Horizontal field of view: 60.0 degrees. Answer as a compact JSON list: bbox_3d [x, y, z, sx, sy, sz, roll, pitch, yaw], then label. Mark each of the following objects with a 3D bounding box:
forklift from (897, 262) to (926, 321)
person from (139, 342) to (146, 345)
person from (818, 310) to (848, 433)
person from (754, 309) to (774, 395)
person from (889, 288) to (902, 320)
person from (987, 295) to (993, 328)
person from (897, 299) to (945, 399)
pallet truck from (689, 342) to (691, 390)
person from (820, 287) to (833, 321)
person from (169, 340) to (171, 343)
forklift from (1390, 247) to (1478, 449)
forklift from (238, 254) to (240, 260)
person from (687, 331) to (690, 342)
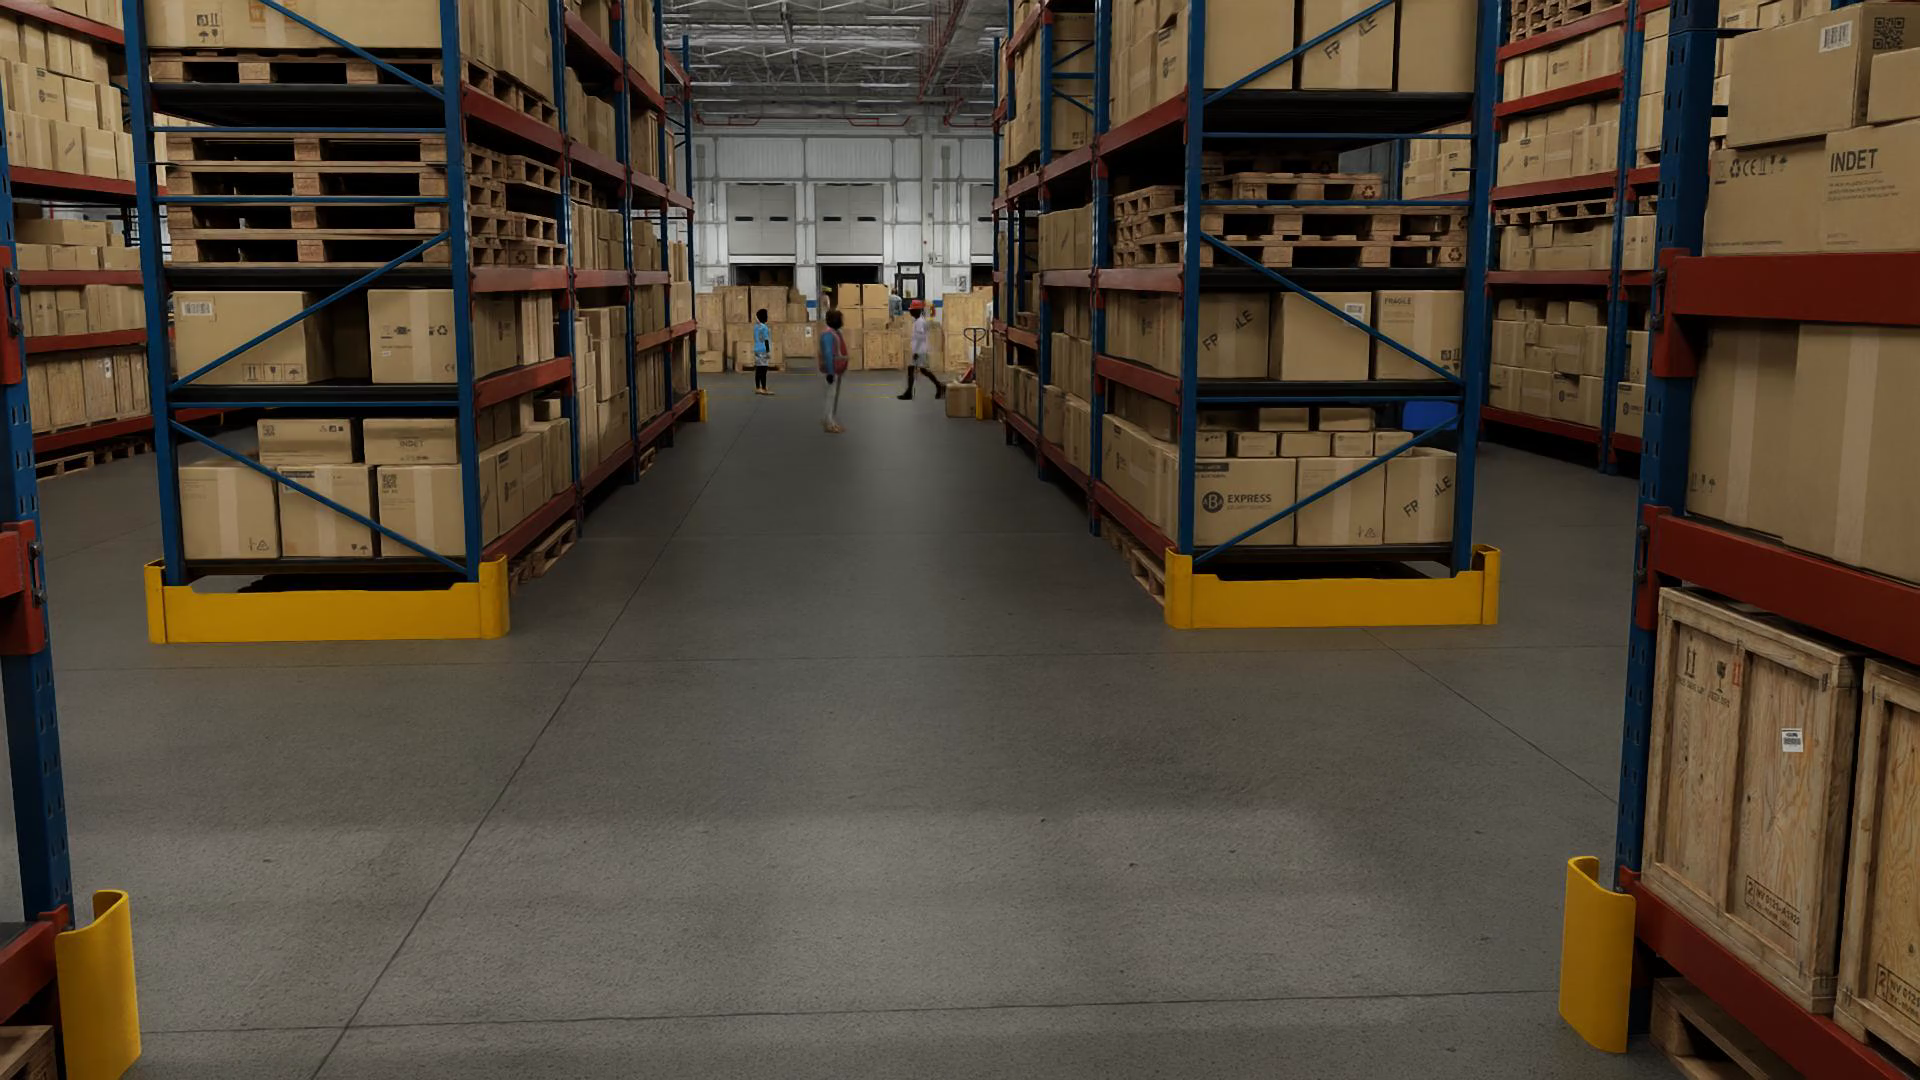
[{"bbox_3d":[-1.780,-8.547,59.499,1.129,2.768,1.873,-1,9,-4],"label":"forklift"},{"bbox_3d":[-27.905,-7.499,55.963,0.729,1.907,0.593,-5,10,-27],"label":"person"},{"bbox_3d":[-1.899,-2.524,24.933,0.429,1.842,0.637,1,9,7],"label":"person"},{"bbox_3d":[-3.885,-3.699,32.766,0.318,1.697,0.535,-5,11,-31],"label":"person"},{"bbox_3d":[-2.304,-7.828,57.972,0.636,1.930,0.372,4,10,21],"label":"person"},{"bbox_3d":[0.962,-5.537,43.544,0.627,1.940,0.375,0,9,3],"label":"person"},{"bbox_3d":[-0.719,-3.609,31.564,0.894,1.914,0.543,-3,9,-15],"label":"person"},{"bbox_3d":[-5.225,-3.008,27.480,1.885,1.965,0.823,2,9,14],"label":"pallet truck"},{"bbox_3d":[-5.259,-9.168,66.529,0.946,1.873,0.592,0,9,-1],"label":"person"},{"bbox_3d":[-26.744,-7.486,55.462,0.783,2.000,0.715,-8,12,-40],"label":"person"},{"bbox_3d":[5.907,-2.618,22.267,1.873,2.768,1.129,-1,9,-5],"label":"forklift"},{"bbox_3d":[-16.131,-5.031,37.422,1.129,2.768,1.873,-1,9,-4],"label":"forklift"},{"bbox_3d":[-5.472,-3.882,32.976,0.389,1.992,0.625,-1,9,-8],"label":"person"}]
